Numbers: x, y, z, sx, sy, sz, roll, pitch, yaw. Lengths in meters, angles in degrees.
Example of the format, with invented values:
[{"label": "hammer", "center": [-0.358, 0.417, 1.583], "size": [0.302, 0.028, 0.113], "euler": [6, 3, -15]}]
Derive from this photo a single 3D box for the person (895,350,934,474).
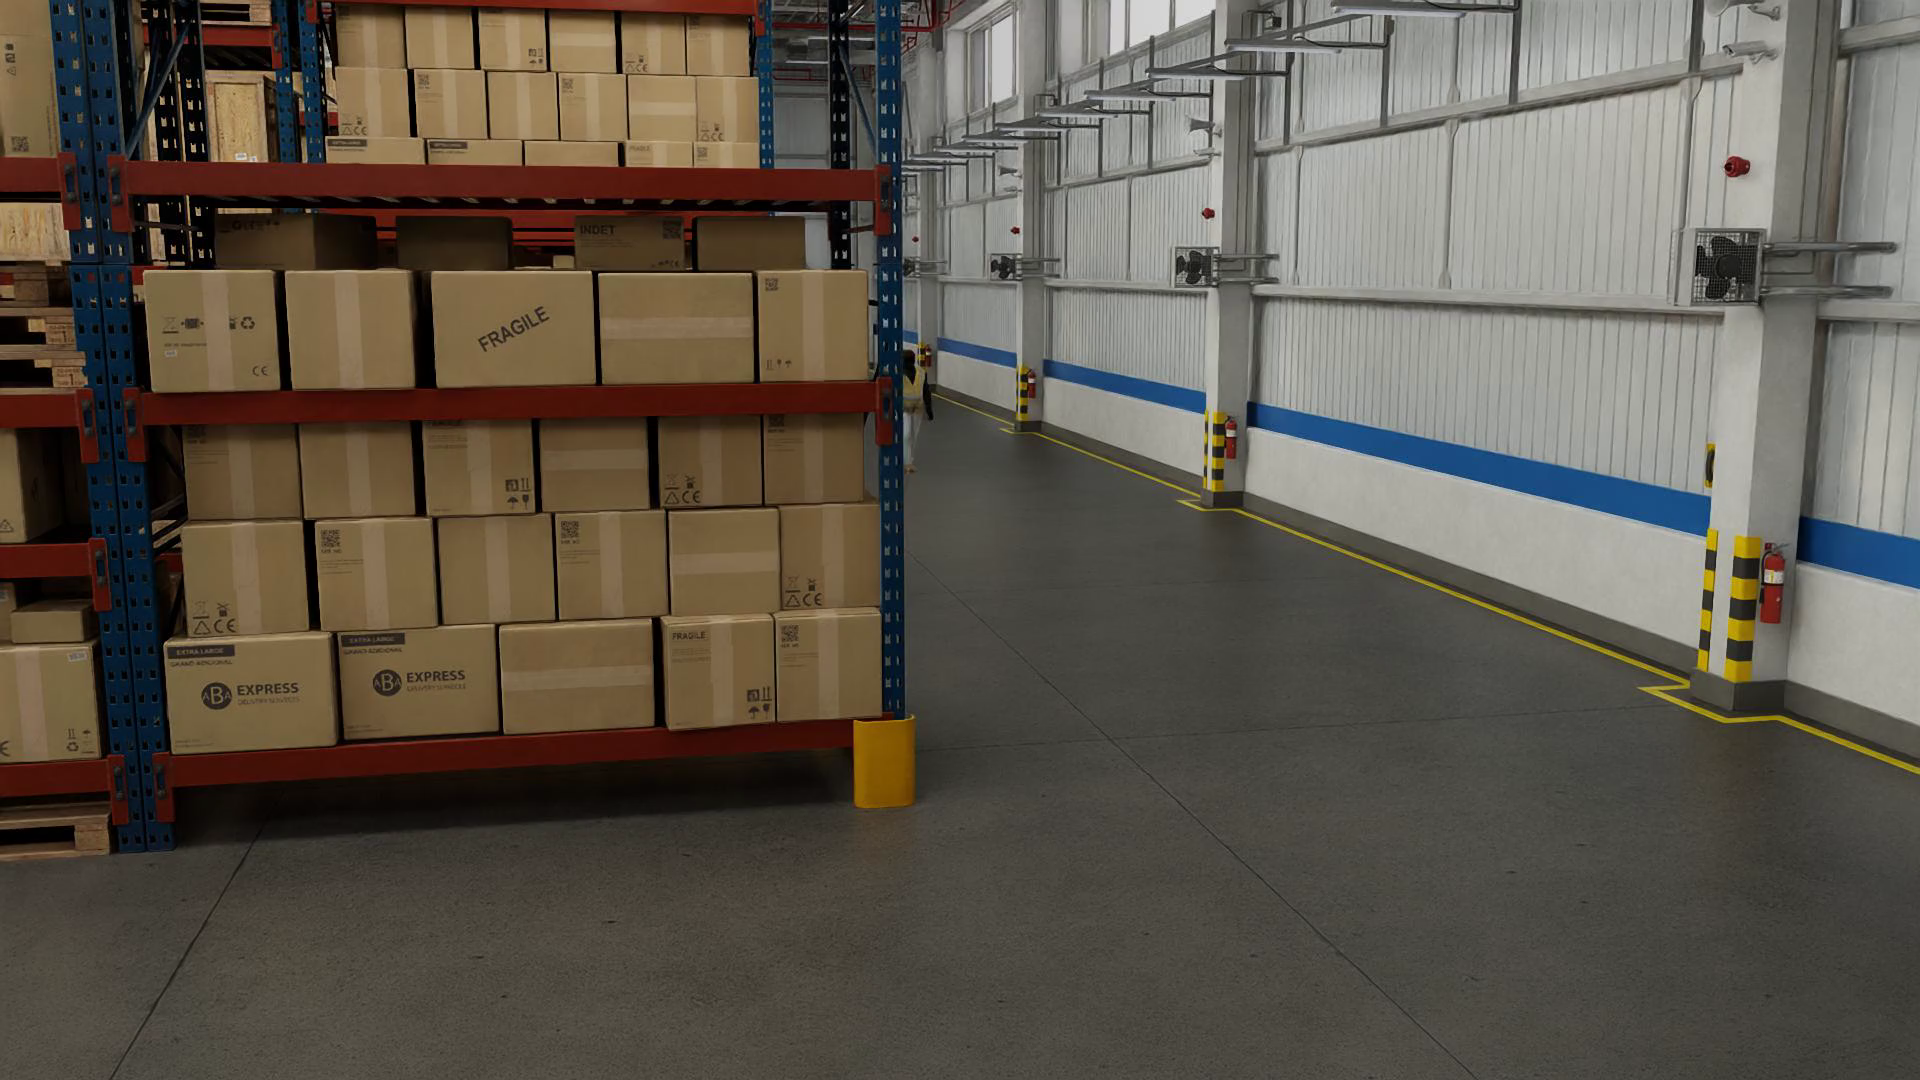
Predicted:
[{"label": "person", "center": [-0.691, -1.884, 24.528], "size": [0.643, 1.807, 0.851], "euler": [-5, 10, -27]}]
